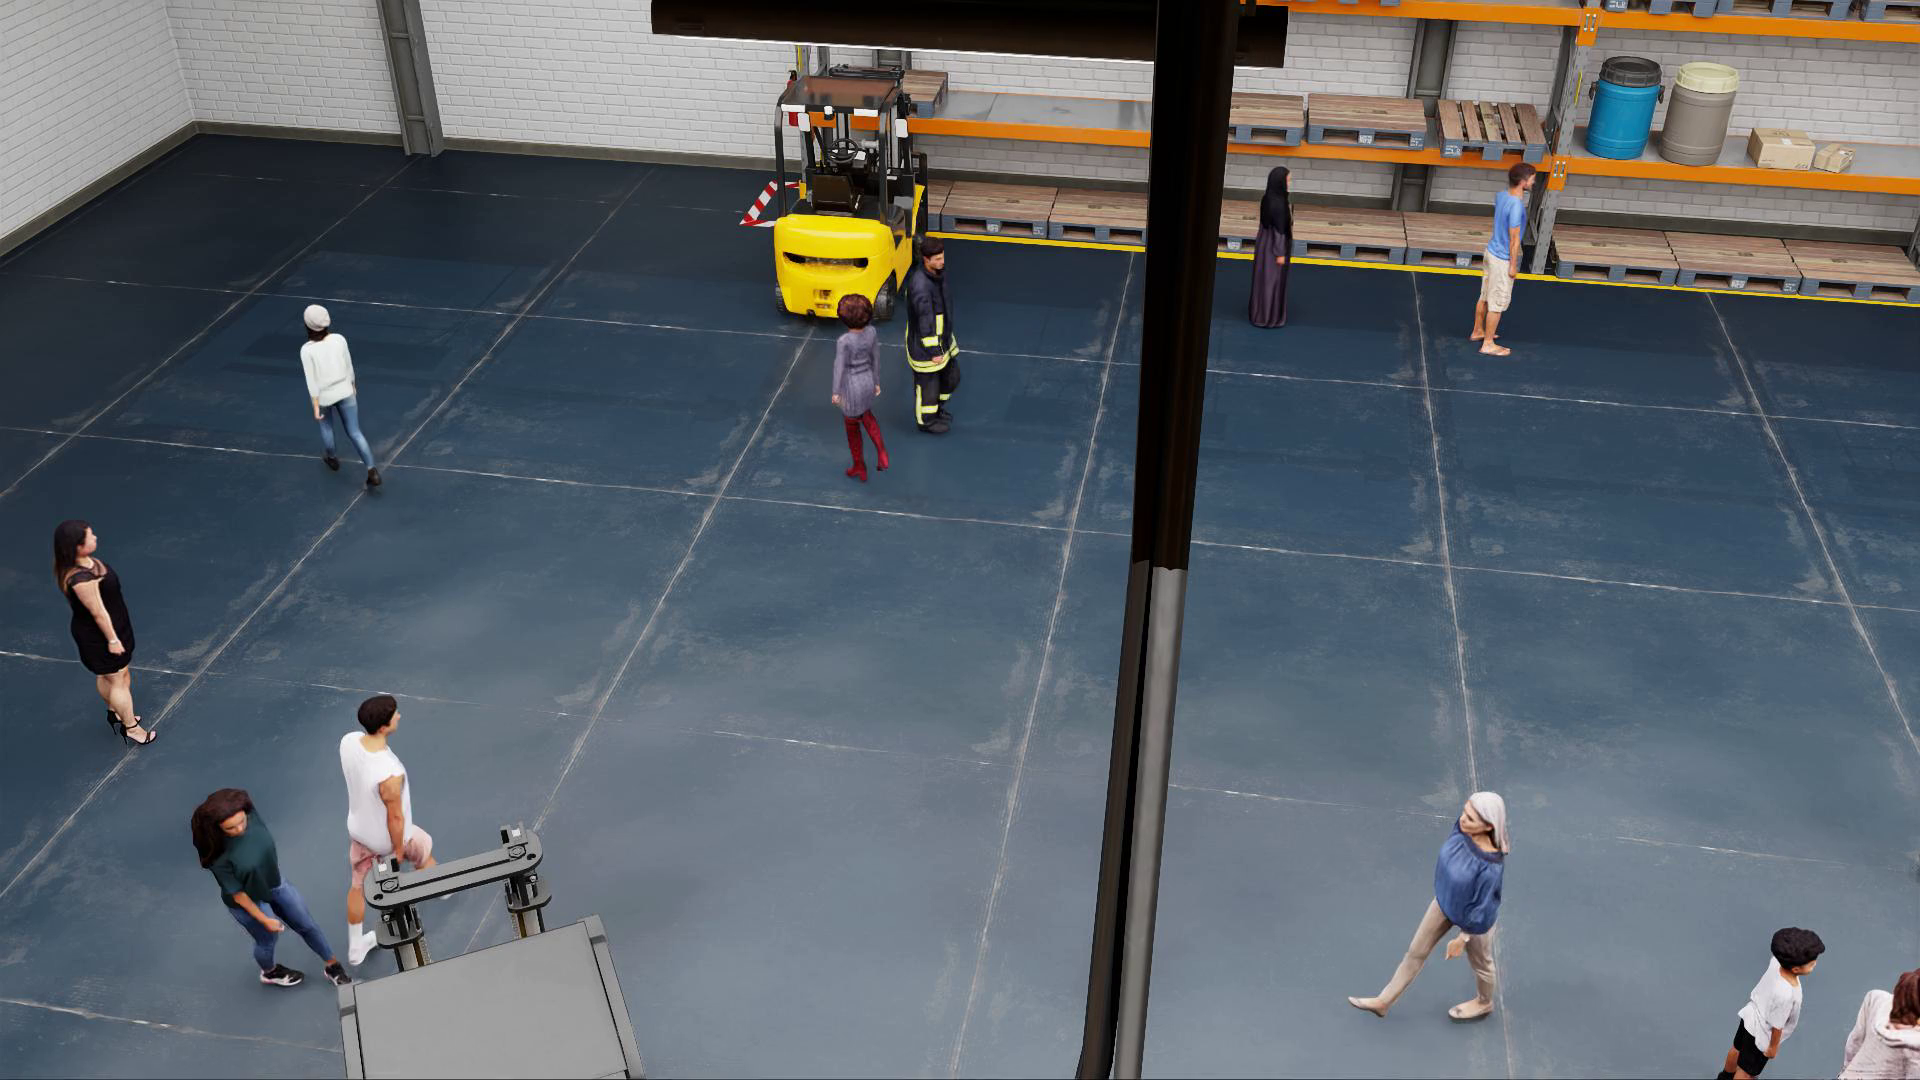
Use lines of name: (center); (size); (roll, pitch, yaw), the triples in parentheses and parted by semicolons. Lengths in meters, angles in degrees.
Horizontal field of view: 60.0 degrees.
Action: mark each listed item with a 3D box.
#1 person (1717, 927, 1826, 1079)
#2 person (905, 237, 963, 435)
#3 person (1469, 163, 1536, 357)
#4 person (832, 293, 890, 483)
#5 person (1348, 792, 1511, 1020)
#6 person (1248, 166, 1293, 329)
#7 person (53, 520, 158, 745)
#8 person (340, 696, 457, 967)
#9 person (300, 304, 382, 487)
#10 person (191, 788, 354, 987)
person: (4.171, 2.486, 8.619); (0.479, 1.256, 0.483); (7, 34, 11)
person: (-0.336, -1.774, 14.441); (0.789, 1.905, 0.855); (13, 36, 18)
person: (5.168, -2.698, 15.867); (0.654, 1.865, 0.704); (-2, 34, -3)
person: (-0.797, -1.216, 13.786); (0.763, 1.701, 0.830); (-28, 43, -35)
person: (2.800, 2.018, 8.961); (1.158, 1.655, 0.893); (-7, 34, -10)
person: (3.075, -2.900, 16.396); (0.683, 1.615, 0.678); (-4, 34, -6)
person: (-5.695, 0.612, 11.022); (0.822, 1.716, 0.742); (-27, 42, -34)
person: (-3.350, 1.679, 9.413); (1.185, 1.719, 0.999); (18, 37, 25)
person: (-5.136, -1.157, 13.784); (1.022, 1.604, 1.179); (-28, 43, -35)
person: (-3.922, 1.956, 9.124); (0.834, 1.579, 0.683); (6, 34, 9)
